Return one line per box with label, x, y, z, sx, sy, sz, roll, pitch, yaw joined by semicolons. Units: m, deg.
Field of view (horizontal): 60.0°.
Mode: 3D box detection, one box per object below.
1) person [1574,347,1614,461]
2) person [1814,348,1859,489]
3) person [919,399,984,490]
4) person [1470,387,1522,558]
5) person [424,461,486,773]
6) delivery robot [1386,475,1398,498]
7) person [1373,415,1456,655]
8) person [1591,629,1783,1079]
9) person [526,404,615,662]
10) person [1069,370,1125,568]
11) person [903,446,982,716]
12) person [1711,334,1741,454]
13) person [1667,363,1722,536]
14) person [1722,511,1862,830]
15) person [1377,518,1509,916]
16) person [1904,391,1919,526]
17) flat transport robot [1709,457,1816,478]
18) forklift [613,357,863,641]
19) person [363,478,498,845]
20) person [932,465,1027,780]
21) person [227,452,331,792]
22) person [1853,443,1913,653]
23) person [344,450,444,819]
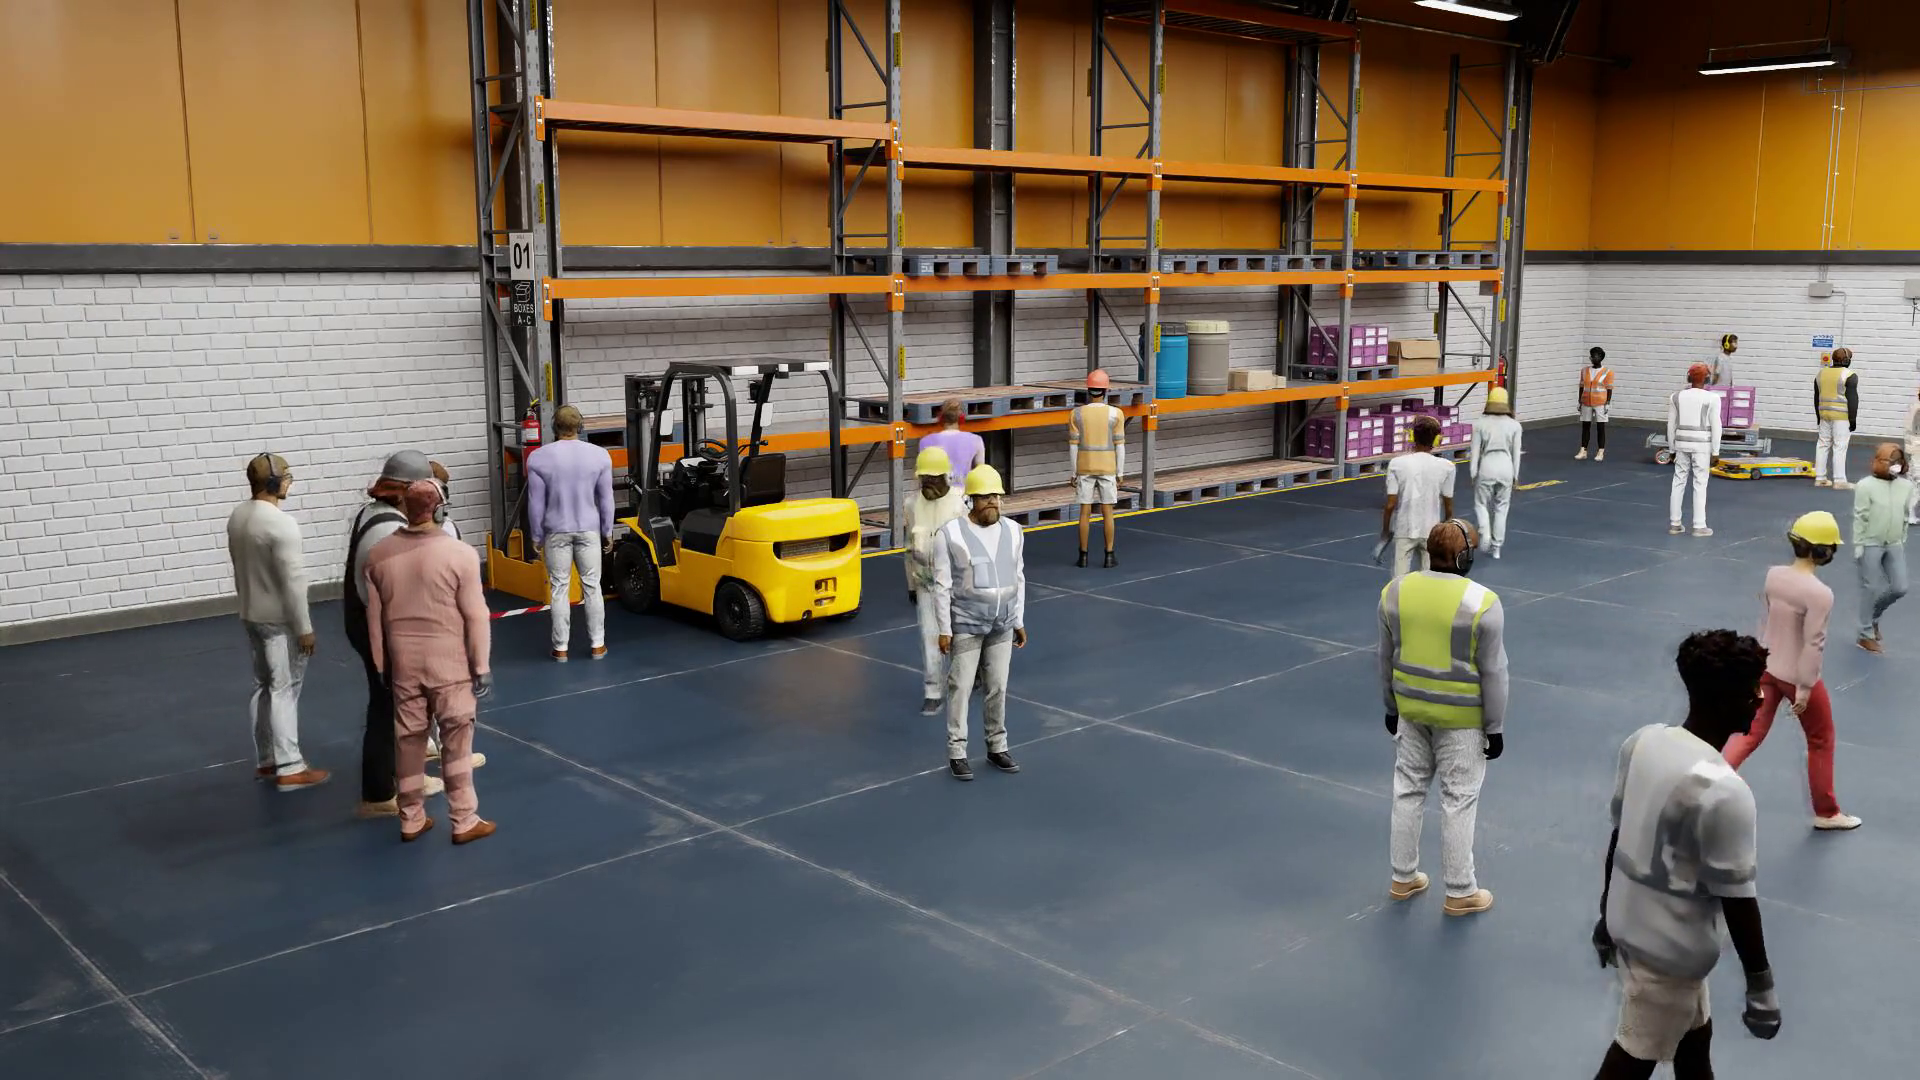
person;9.422;-2.020;24.710;0.317;1.696;0.539;-9;13;-43
person;11.495;-1.594;21.793;0.429;1.845;0.621;-4;10;-20
person;-0.063;-0.322;14.489;0.572;1.794;0.976;1;10;7
person;5.375;-0.667;16.712;0.495;1.731;0.485;2;10;10
person;-3.106;0.451;9.826;0.633;1.840;0.429;7;12;37
delivery robot;5.466;-0.717;20.125;0.477;0.478;0.707;9;14;43
person;3.392;0.004;12.457;0.581;1.856;0.333;2;10;11
person;2.254;1.214;5.088;0.965;1.924;0.637;0;10;0
person;-2.908;-0.049;12.468;0.638;1.937;0.357;-3;10;-18
person;1.331;-0.686;16.200;0.545;1.937;0.354;1;10;8
person;-0.078;0.256;11.090;0.616;1.806;0.654;5;11;26
person;11.822;-2.224;25.501;0.915;1.829;0.558;7;12;34
person;7.979;-0.981;18.078;0.355;1.884;0.575;-8;13;-41
person;4.317;0.693;8.724;0.886;1.725;0.523;-2;10;-12
person;2.246;0.811;7.714;0.429;1.842;0.633;-9;13;-43
person;10.838;-0.968;18.790;0.325;1.618;0.593;4;11;23
flat transport robot;11.061;-0.999;22.904;1.431;0.197;0.652;-2;10;-9
forklift;-1.847;-0.414;13.852;1.214;2.155;2.313;-9;13;-42
person;-2.715;0.627;8.608;0.651;1.904;0.403;2;10;12
person;0.131;0.473;9.710;0.590;1.837;0.403;-5;11;-27
person;-3.896;0.462;9.471;0.636;1.938;0.362;9;13;41
person;7.065;0.058;12.772;0.504;1.622;0.379;-1;10;-6
person;-3.011;0.489;9.016;0.662;2.000;0.706;-6;11;-30
